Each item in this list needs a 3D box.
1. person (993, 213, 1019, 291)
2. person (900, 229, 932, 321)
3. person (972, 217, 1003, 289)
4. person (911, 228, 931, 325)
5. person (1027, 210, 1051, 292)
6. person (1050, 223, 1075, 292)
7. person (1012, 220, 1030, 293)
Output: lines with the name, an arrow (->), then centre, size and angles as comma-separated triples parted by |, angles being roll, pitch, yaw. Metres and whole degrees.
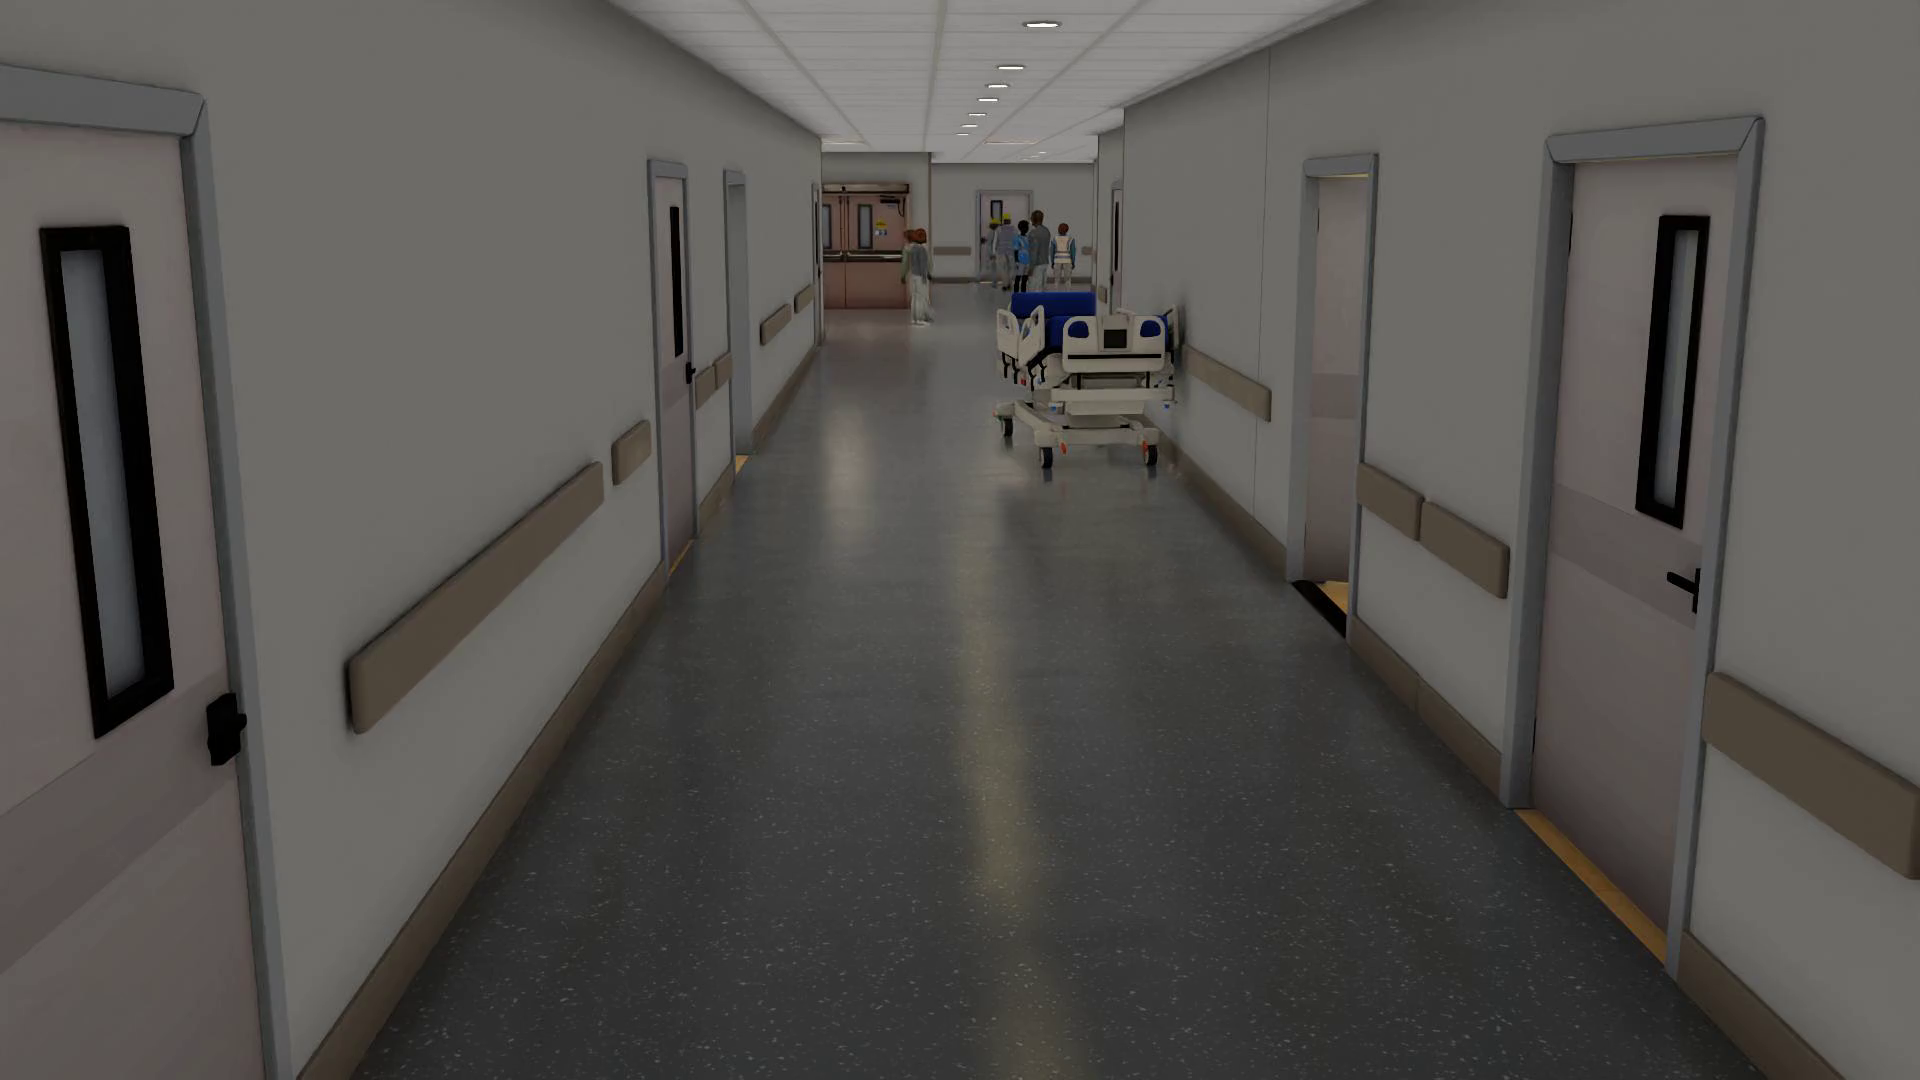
person -> 1.074, -6.762, 39.044 | 0.612, 1.788, 0.886 | -1, 12, -7
person -> -0.759, -4.548, 28.697 | 0.533, 1.606, 0.454 | -11, 16, -43
person -> 0.643, -6.785, 39.391 | 0.711, 1.700, 0.498 | 0, 12, 0
person -> -0.677, -4.468, 28.263 | 0.278, 1.634, 0.497 | -4, 12, -20
person -> 1.355, -4.770, 28.987 | 0.372, 1.940, 0.627 | 6, 13, 26
person -> 2.100, -5.642, 33.965 | 0.515, 1.641, 0.314 | 3, 12, 16
person -> 1.284, -5.667, 33.952 | 0.318, 1.697, 0.533 | 10, 15, 39
